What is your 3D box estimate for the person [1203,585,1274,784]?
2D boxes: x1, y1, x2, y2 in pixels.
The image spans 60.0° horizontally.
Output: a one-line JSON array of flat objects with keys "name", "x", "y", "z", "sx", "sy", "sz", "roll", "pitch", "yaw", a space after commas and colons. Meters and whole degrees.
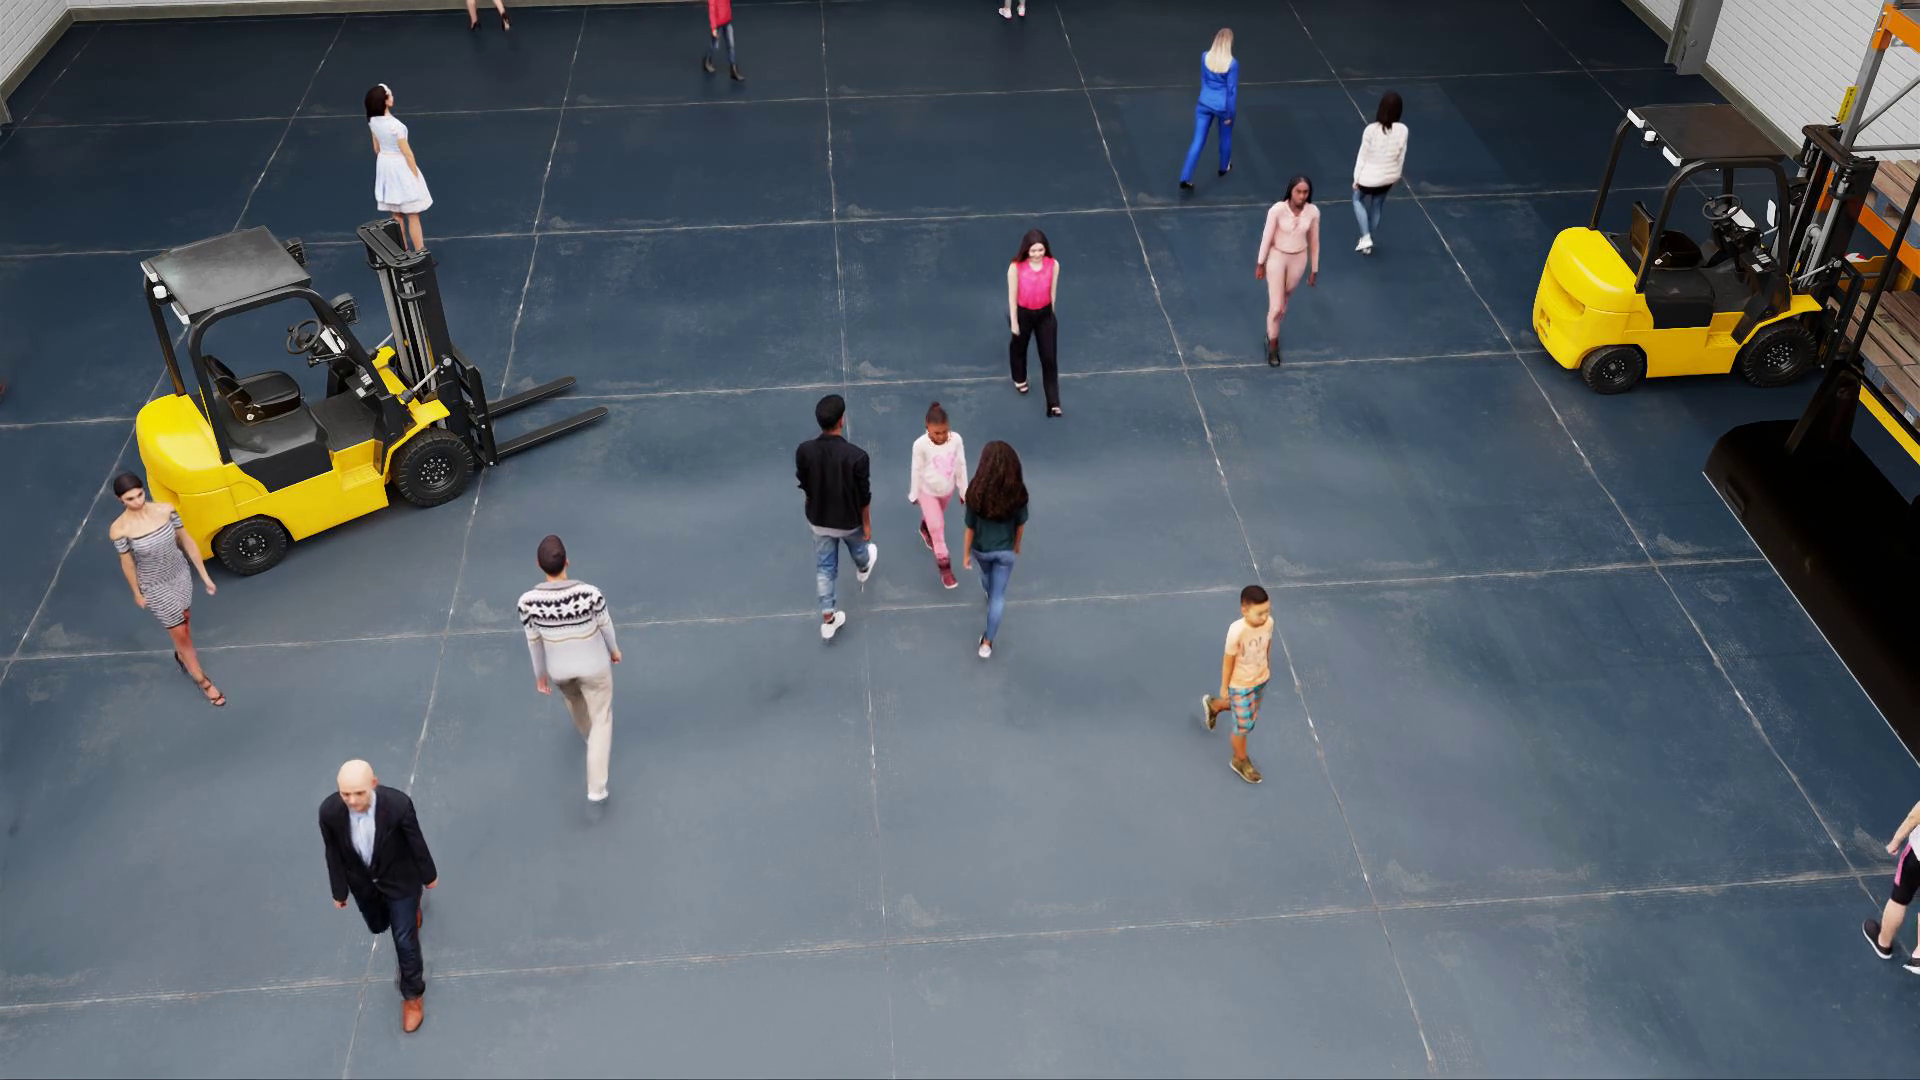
[{"name": "person", "x": 1.766, "y": 0.850, "z": 10.536, "sx": 0.797, "sy": 1.445, "sz": 0.943, "roll": -25, "pitch": 45, "yaw": -28}]

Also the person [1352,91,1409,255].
[{"name": "person", "x": 3.963, "y": -3.421, "z": 15.739, "sx": 0.623, "sy": 1.627, "sz": 0.634, "roll": -4, "pitch": 39, "yaw": -5}]

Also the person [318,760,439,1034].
[{"name": "person", "x": -3.138, "y": 1.796, "z": 9.083, "sx": 0.707, "sy": 1.781, "sz": 1.092, "roll": -3, "pitch": 39, "yaw": -4}]

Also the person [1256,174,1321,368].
[{"name": "person", "x": 2.802, "y": -2.404, "z": 14.405, "sx": 0.664, "sy": 1.703, "sz": 0.800, "roll": -5, "pitch": 39, "yaw": -6}]

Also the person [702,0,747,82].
[{"name": "person", "x": -2.811, "y": -5.969, "z": 19.196, "sx": 0.950, "sy": 1.294, "sz": 0.868, "roll": 30, "pitch": 48, "yaw": 32}]

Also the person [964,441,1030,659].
[{"name": "person", "x": 0.238, "y": 0.118, "z": 11.347, "sx": 0.691, "sy": 1.578, "sz": 1.037, "roll": 1, "pitch": 39, "yaw": 1}]

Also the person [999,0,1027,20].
[{"name": "person", "x": 0.685, "y": -7.300, "z": 20.609, "sx": 0.620, "sy": 1.610, "sz": 0.623, "roll": -13, "pitch": 40, "yaw": -16}]

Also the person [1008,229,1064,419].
[{"name": "person", "x": 0.569, "y": -1.856, "z": 13.786, "sx": 0.698, "sy": 1.617, "sz": 1.111, "roll": -10, "pitch": 40, "yaw": -12}]

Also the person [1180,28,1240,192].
[{"name": "person", "x": 2.526, "y": -4.322, "z": 16.831, "sx": 1.047, "sy": 1.670, "sz": 1.195, "roll": 21, "pitch": 43, "yaw": 24}]

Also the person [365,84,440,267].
[{"name": "person", "x": -5.238, "y": -3.383, "z": 15.539, "sx": 0.855, "sy": 1.817, "sz": 0.905, "roll": 20, "pitch": 43, "yaw": 23}]

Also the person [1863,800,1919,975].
[{"name": "person", "x": 5.386, "y": 1.776, "z": 9.108, "sx": 0.694, "sy": 1.780, "sz": 0.816, "roll": 2, "pitch": 39, "yaw": 2}]

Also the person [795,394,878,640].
[{"name": "person", "x": -0.891, "y": -0.107, "z": 11.485, "sx": 0.944, "sy": 1.757, "sz": 1.257, "roll": 9, "pitch": 39, "yaw": 11}]

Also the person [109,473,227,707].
[{"name": "person", "x": -5.291, "y": 0.253, "z": 11.001, "sx": 0.934, "sy": 1.799, "sz": 0.884, "roll": 25, "pitch": 45, "yaw": 28}]

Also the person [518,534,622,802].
[{"name": "person", "x": -2.362, "y": 0.815, "z": 10.264, "sx": 0.727, "sy": 1.841, "sz": 1.181, "roll": 0, "pitch": 39, "yaw": 0}]

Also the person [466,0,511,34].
[{"name": "person", "x": -5.815, "y": -6.939, "z": 20.059, "sx": 1.019, "sy": 1.733, "sz": 0.942, "roll": 28, "pitch": 47, "yaw": 31}]

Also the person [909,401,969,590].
[{"name": "person", "x": -0.193, "y": -0.426, "z": 12.157, "sx": 0.783, "sy": 1.417, "sz": 1.078, "roll": -17, "pitch": 42, "yaw": -20}]
